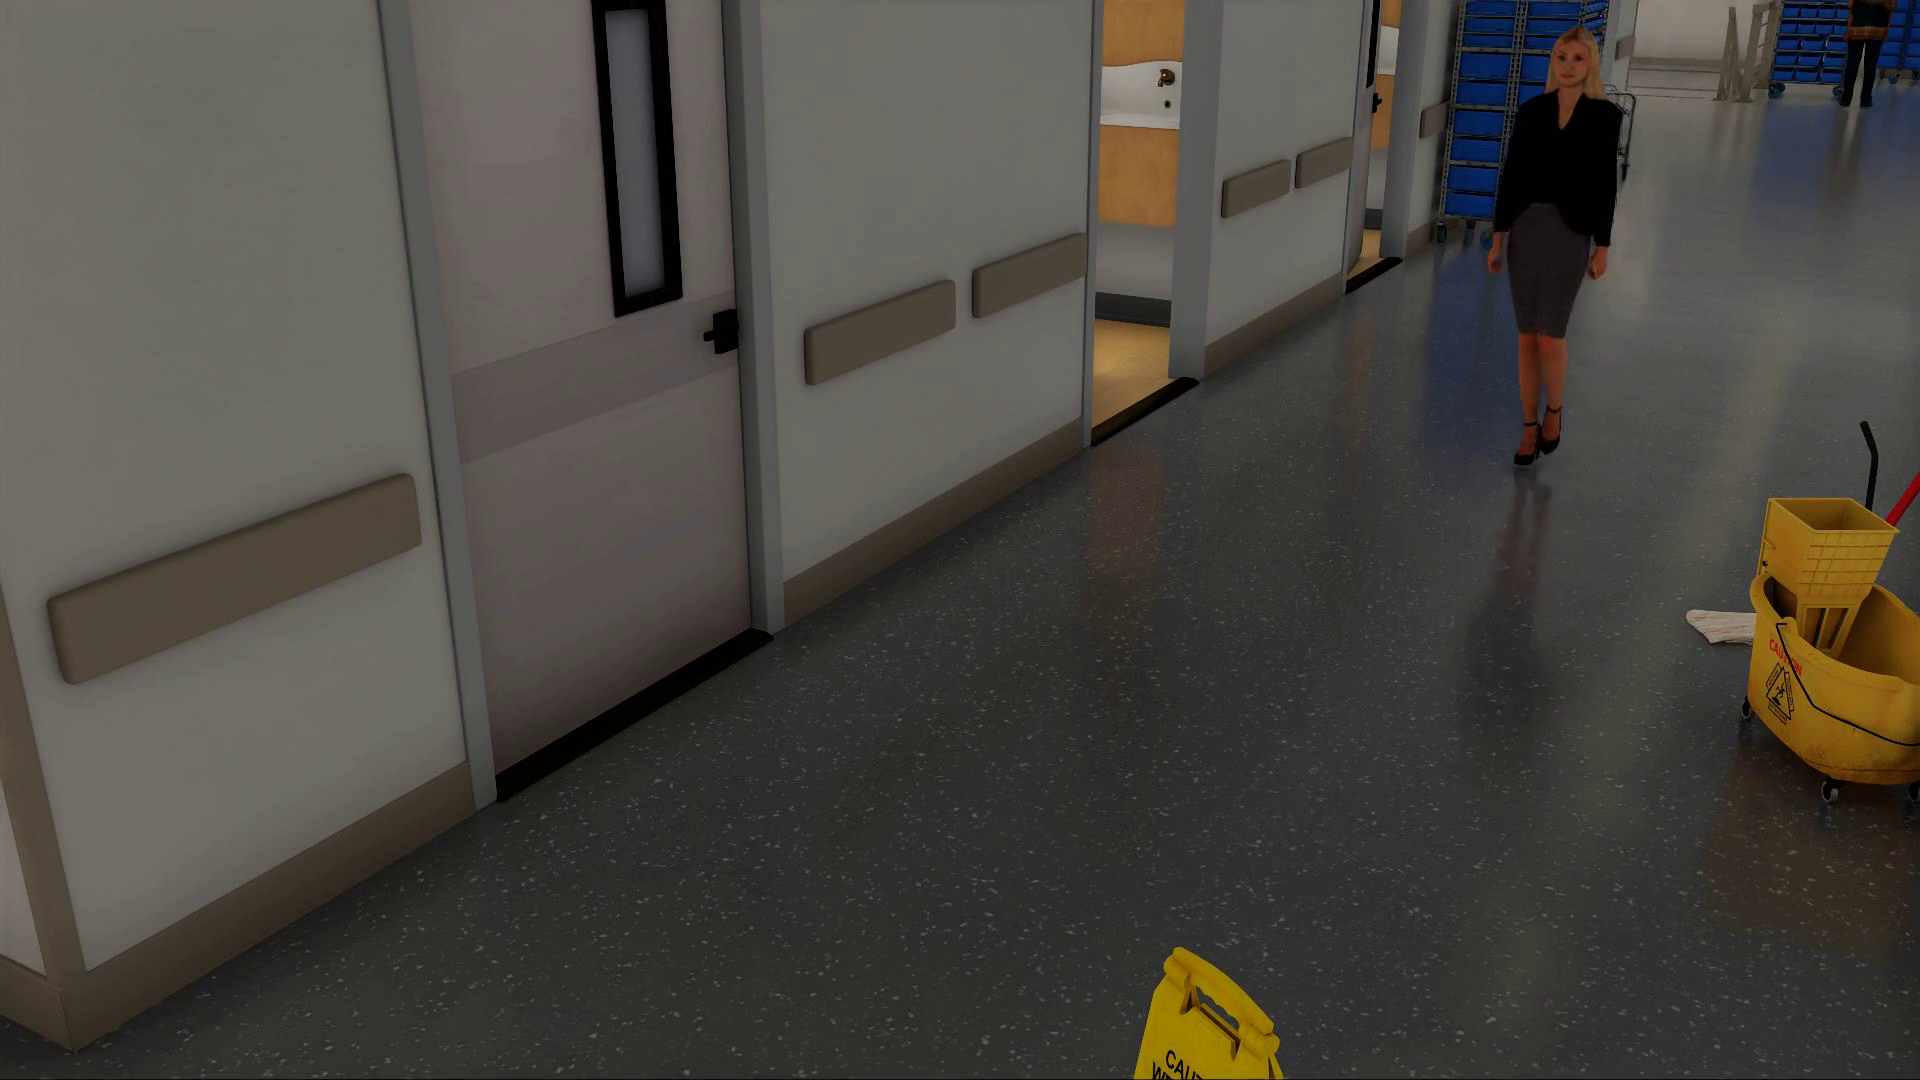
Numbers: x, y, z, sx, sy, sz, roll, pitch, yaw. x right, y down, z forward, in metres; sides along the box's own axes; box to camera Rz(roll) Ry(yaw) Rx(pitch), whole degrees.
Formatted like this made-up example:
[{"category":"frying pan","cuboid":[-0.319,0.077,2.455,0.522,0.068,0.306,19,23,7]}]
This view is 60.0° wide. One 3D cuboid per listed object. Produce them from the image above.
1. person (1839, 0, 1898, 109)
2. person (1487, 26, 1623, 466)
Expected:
[{"category":"person","cuboid":[10.939,-6.154,20.048,0.689,1.807,0.645,10,23,25]},{"category":"person","cuboid":[2.505,-1.208,7.011,0.642,1.832,0.657,15,26,35]}]
